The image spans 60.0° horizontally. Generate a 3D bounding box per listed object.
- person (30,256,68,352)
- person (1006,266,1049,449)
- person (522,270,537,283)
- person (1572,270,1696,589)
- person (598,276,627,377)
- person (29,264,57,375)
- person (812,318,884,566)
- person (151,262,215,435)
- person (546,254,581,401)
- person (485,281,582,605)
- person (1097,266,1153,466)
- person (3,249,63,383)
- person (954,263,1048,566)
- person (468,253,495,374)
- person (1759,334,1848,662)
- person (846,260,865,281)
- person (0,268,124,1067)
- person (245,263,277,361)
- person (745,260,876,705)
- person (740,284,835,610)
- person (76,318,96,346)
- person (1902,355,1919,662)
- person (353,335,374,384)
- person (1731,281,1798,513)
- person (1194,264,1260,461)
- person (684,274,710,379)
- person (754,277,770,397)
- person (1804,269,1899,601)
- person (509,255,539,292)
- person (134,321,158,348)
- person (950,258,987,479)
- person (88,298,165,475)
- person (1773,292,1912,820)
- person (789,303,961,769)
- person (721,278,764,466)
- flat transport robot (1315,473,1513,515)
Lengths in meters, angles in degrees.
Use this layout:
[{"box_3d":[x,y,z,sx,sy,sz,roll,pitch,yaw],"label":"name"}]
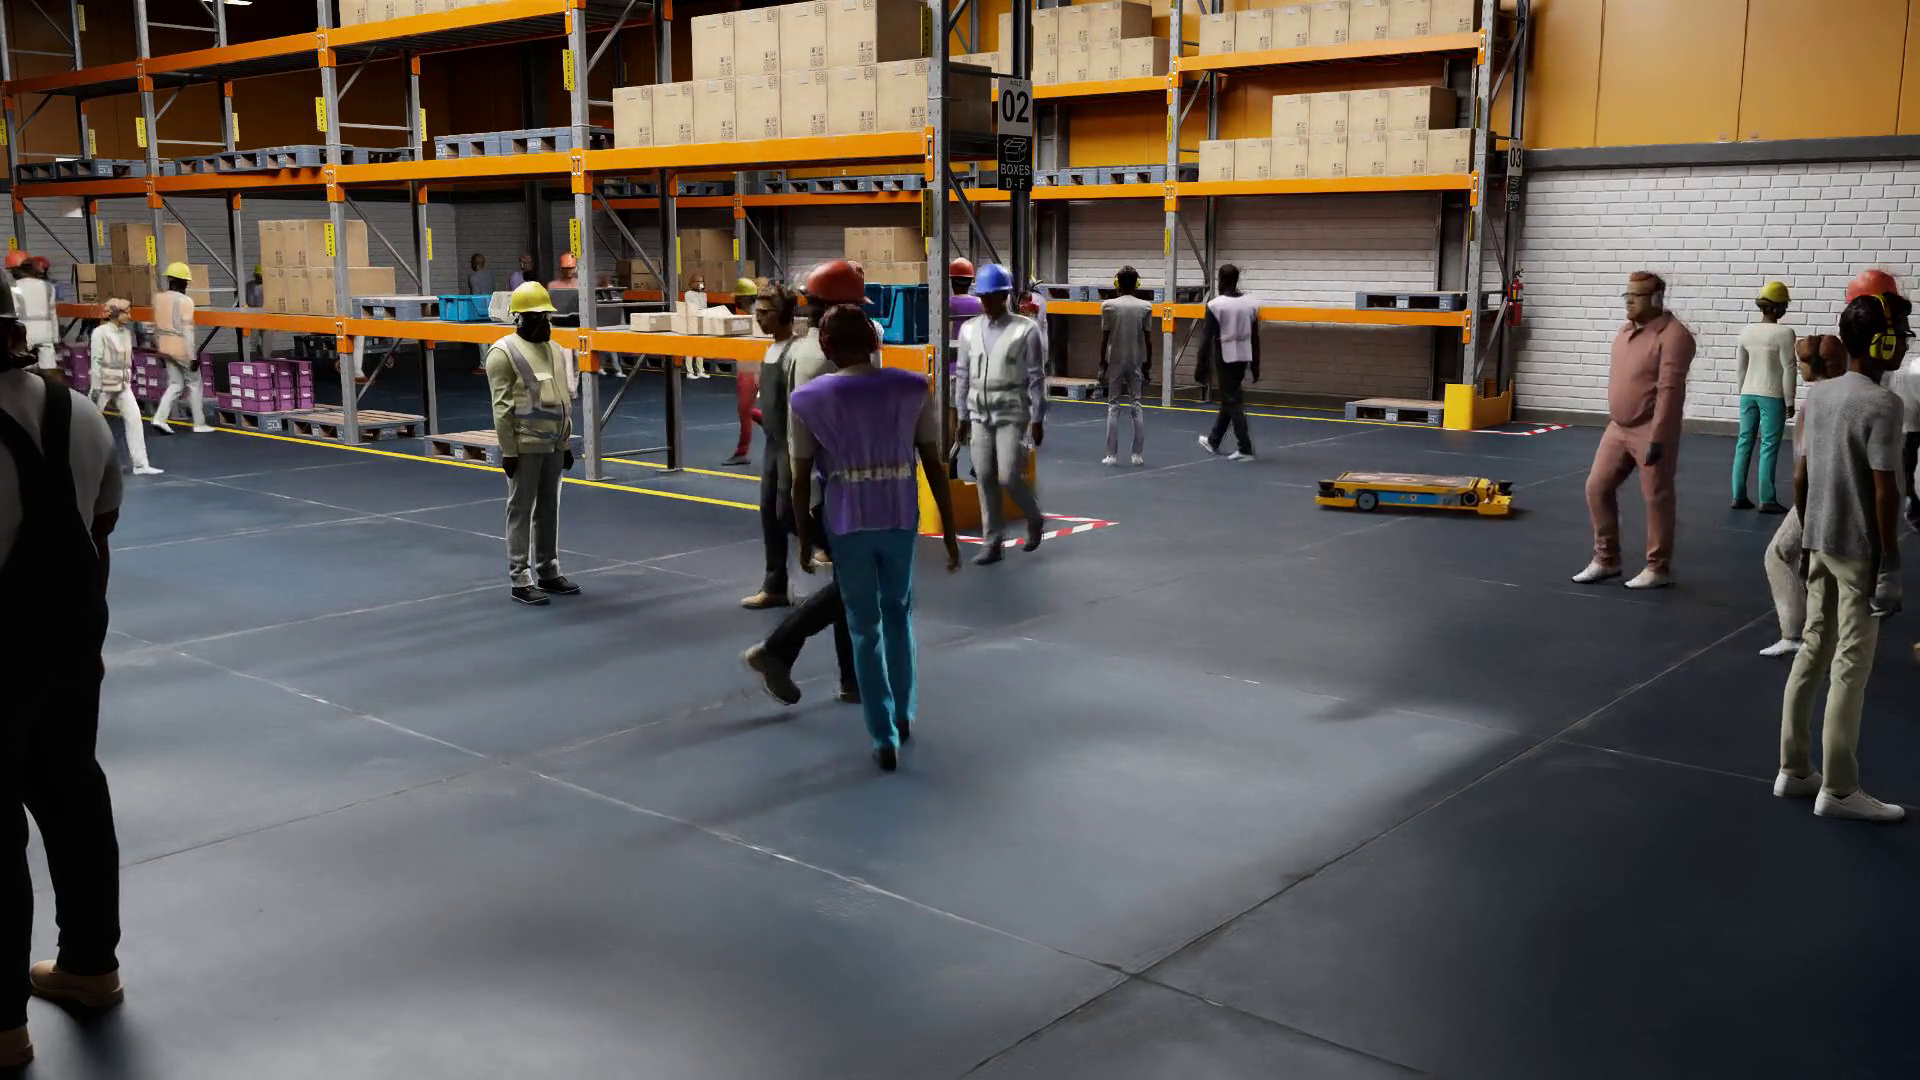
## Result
[{"box_3d":[-13.605,-3.293,24.940,0.561,1.908,0.854,0,10,2],"label":"person"},{"box_3d":[0.620,-1.864,16.889,0.587,1.874,0.681,-6,12,-30],"label":"person"},{"box_3d":[-6.587,-3.285,25.504,0.401,1.686,0.540,6,12,30],"label":"person"},{"box_3d":[3.971,-0.632,9.814,0.663,1.884,0.649,-3,10,-18],"label":"person"},{"box_3d":[-5.541,-3.377,26.282,0.832,1.593,0.510,8,13,39],"label":"person"},{"box_3d":[-11.078,-2.386,19.980,0.430,1.835,0.621,2,10,10],"label":"person"},{"box_3d":[-0.731,-0.767,10.593,0.356,1.885,0.574,9,13,42],"label":"person"},{"box_3d":[-8.427,-2.058,17.989,0.633,1.871,0.740,4,11,23],"label":"person"},{"box_3d":[-5.250,-2.877,22.442,0.629,1.955,1.028,-3,11,-19],"label":"person"},{"box_3d":[-2.427,-0.556,9.540,0.404,1.833,0.590,4,11,23],"label":"person"},{"box_3d":[1.534,-1.613,15.490,0.512,1.861,0.314,-1,10,-8],"label":"person"},{"box_3d":[-10.565,-2.317,19.061,0.810,2.010,0.633,7,12,34],"label":"person"},{"box_3d":[0.279,-0.797,10.640,0.604,1.932,0.564,7,12,33],"label":"person"},{"box_3d":[-7.679,-3.624,26.706,0.354,1.937,0.635,3,10,14],"label":"person"},{"box_3d":[4.194,-0.184,8.061,0.524,1.605,0.526,-9,14,-42],"label":"person"},{"box_3d":[-0.952,-1.515,14.777,0.642,1.913,0.409,-5,11,-25],"label":"person"},{"box_3d":[-2.465,0.281,4.181,0.538,2.000,0.687,2,10,14],"label":"person"},{"box_3d":[-11.110,-3.511,26.470,0.614,1.796,0.410,1,10,4],"label":"person"},{"box_3d":[-0.580,-0.222,7.236,0.640,1.972,0.631,-2,10,-14],"label":"person"},{"box_3d":[-0.910,-0.515,9.321,0.620,1.828,0.534,-6,12,-31],"label":"person"},{"box_3d":[-12.042,-2.880,23.310,0.844,1.661,0.526,-2,10,-12],"label":"person"},{"box_3d":[4.451,-0.224,7.394,0.668,1.929,0.661,-7,12,-33],"label":"person"},{"box_3d":[-9.003,-3.276,24.886,0.337,1.879,0.584,-2,10,-13],"label":"person"},{"box_3d":[6.180,-1.088,12.750,0.304,1.771,0.523,-4,11,-23],"label":"person"},{"box_3d":[2.569,-1.714,16.061,0.616,1.860,1.017,-6,11,-30],"label":"person"},{"box_3d":[-4.093,-3.320,25.868,0.277,1.629,0.497,7,12,34],"label":"person"},{"box_3d":[-2.702,-2.755,22.629,0.286,1.632,0.500,2,10,10],"label":"person"},{"box_3d":[4.850,-0.500,9.051,0.441,1.895,0.597,9,13,41],"label":"person"},{"box_3d":[-7.339,-3.884,28.275,0.407,1.906,0.655,5,11,24],"label":"person"},{"box_3d":[-11.528,-2.944,23.721,0.408,1.623,0.541,4,11,22],"label":"person"},{"box_3d":[0.006,-1.505,14.642,0.553,1.935,0.364,-3,10,-18],"label":"person"},{"box_3d":[-7.613,-1.349,14.757,0.780,1.597,0.558,2,10,9],"label":"person"},{"box_3d":[3.185,0.058,5.936,0.325,1.871,0.524,-1,10,-8],"label":"person"},{"box_3d":[-0.355,-0.033,6.641,0.652,1.797,0.772,-2,10,-14],"label":"person"},{"box_3d":[-1.937,-1.581,15.622,0.698,1.749,0.542,-5,11,-28],"label":"person"},{"box_3d":[3.541,-0.377,12.963,1.431,0.197,0.652,4,11,20],"label":"flat transport robot"}]
